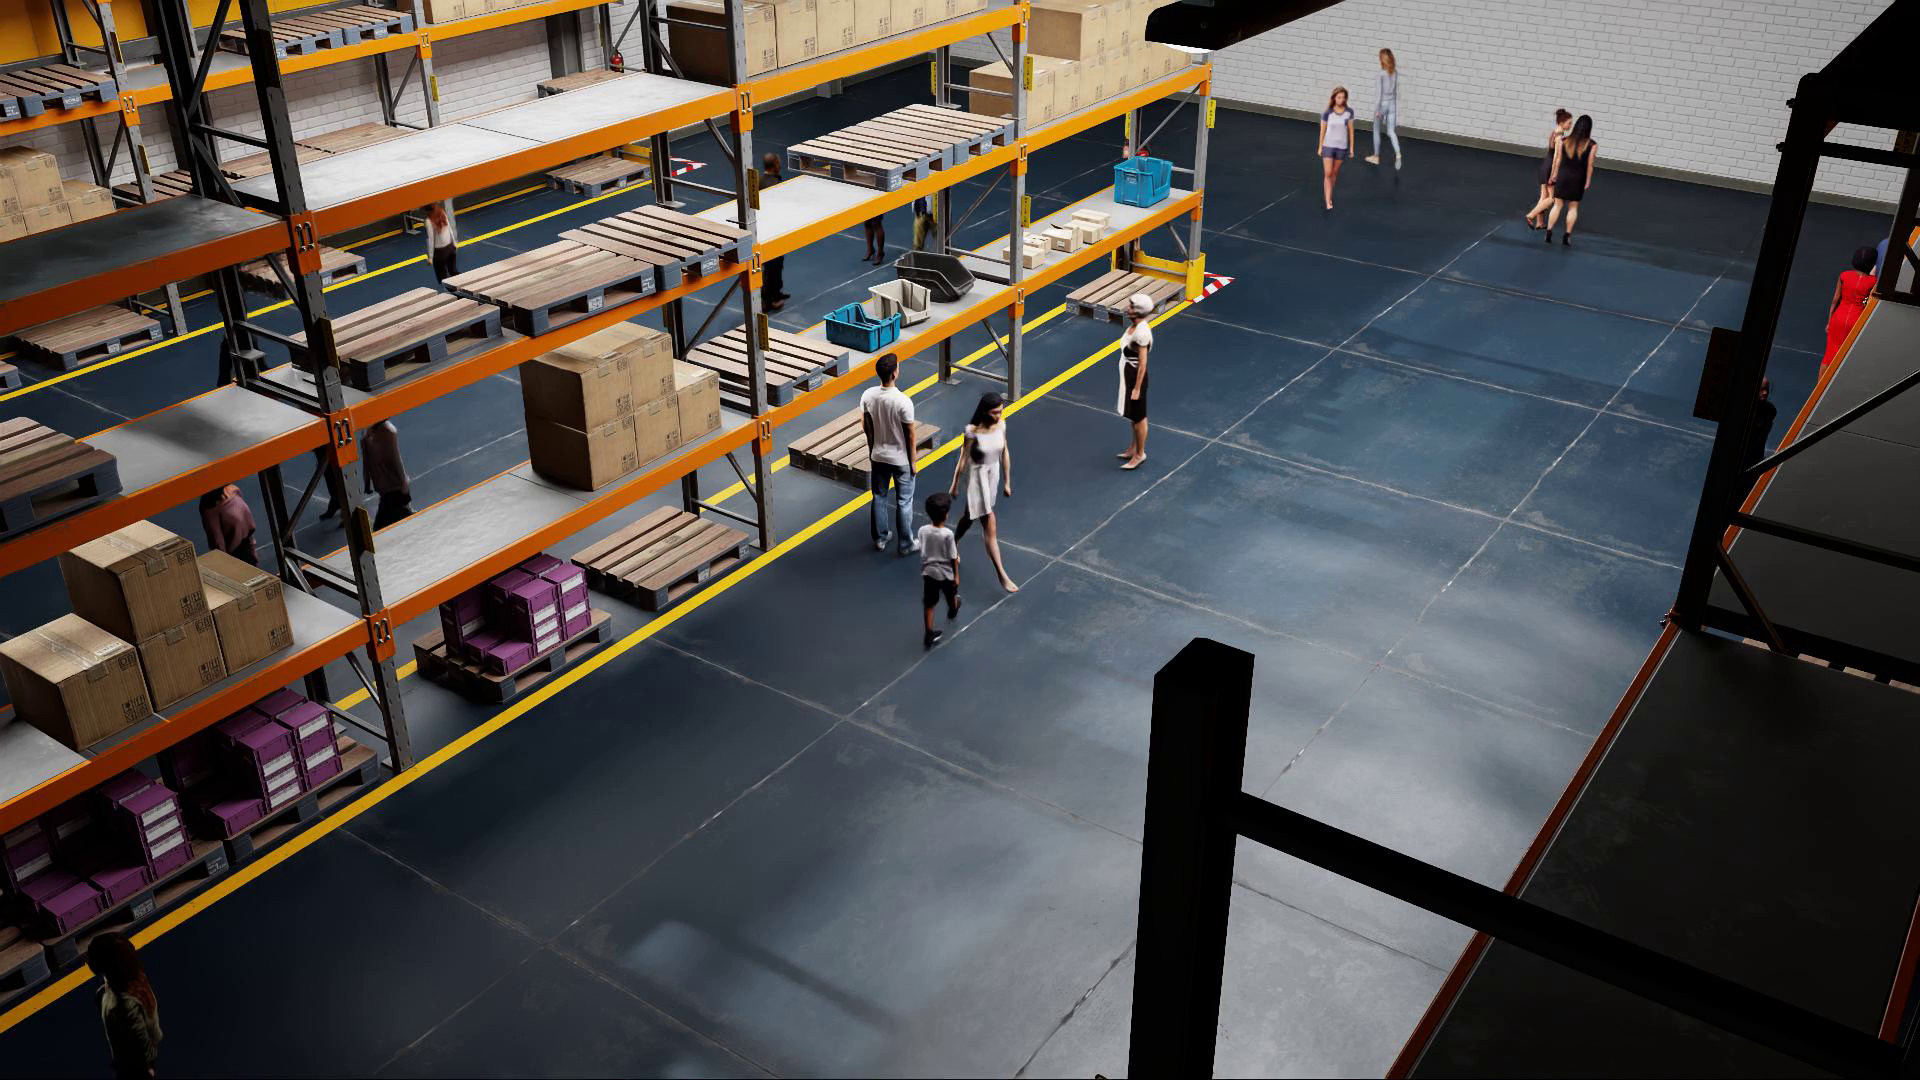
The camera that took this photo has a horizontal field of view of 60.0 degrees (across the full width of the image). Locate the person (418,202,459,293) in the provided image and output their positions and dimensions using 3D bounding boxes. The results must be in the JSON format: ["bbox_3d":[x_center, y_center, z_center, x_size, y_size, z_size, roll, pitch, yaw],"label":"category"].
[{"bbox_3d":[-6.097,-3.436,19.766,0.765,1.461,0.517,17,33,28],"label":"person"}]

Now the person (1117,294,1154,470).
[{"bbox_3d":[1.698,-1.522,15.951,0.756,1.755,0.656,0,29,0],"label":"person"}]

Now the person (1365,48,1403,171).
[{"bbox_3d":[6.418,-6.413,24.916,1.151,1.755,1.030,-12,31,-21],"label":"person"}]

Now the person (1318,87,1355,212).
[{"bbox_3d":[5.240,-5.505,23.324,0.982,1.686,1.112,-1,29,-2],"label":"person"}]

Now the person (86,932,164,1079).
[{"bbox_3d":[-4.226,2.620,8.662,0.863,1.464,0.773,-12,31,-22],"label":"person"}]

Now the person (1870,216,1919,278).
[{"bbox_3d":[9.888,-2.564,17.738,0.721,1.872,0.738,-13,31,-23],"label":"person"}]

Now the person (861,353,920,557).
[{"bbox_3d":[-0.591,-0.740,14.401,0.691,1.867,0.590,15,32,25],"label":"person"}]

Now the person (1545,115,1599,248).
[{"bbox_3d":[8.018,-4.700,21.834,0.674,1.700,0.635,15,32,25],"label":"person"}]

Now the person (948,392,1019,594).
[{"bbox_3d":[0.136,-0.456,14.047,1.209,1.707,0.959,-18,33,-30],"label":"person"}]

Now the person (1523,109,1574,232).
[{"bbox_3d":[7.865,-4.930,22.287,0.853,1.669,0.804,-1,29,-2],"label":"person"}]

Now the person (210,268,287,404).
[{"bbox_3d":[-7.275,-2.054,17.028,1.120,1.656,0.738,-25,37,-38],"label":"person"}]

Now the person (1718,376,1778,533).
[{"bbox_3d":[6.598,-0.577,14.152,0.740,1.819,0.850,-11,30,-19],"label":"person"}]

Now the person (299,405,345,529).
[{"bbox_3d":[-5.685,-0.964,14.933,0.625,1.748,0.553,21,35,33],"label":"person"}]

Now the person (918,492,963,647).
[{"bbox_3d":[-0.204,0.265,13.232,0.668,1.221,0.921,11,31,20],"label":"person"}]

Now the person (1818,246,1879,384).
[{"bbox_3d":[9.184,-2.200,17.205,0.578,1.744,0.494,20,35,33],"label":"person"}]

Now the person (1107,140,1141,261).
[{"bbox_3d":[2.266,-4.351,21.422,0.866,1.481,0.794,-8,30,-14],"label":"person"}]

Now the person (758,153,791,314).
[{"bbox_3d":[-2.289,-3.588,19.606,0.774,1.880,0.854,24,37,37],"label":"person"}]
